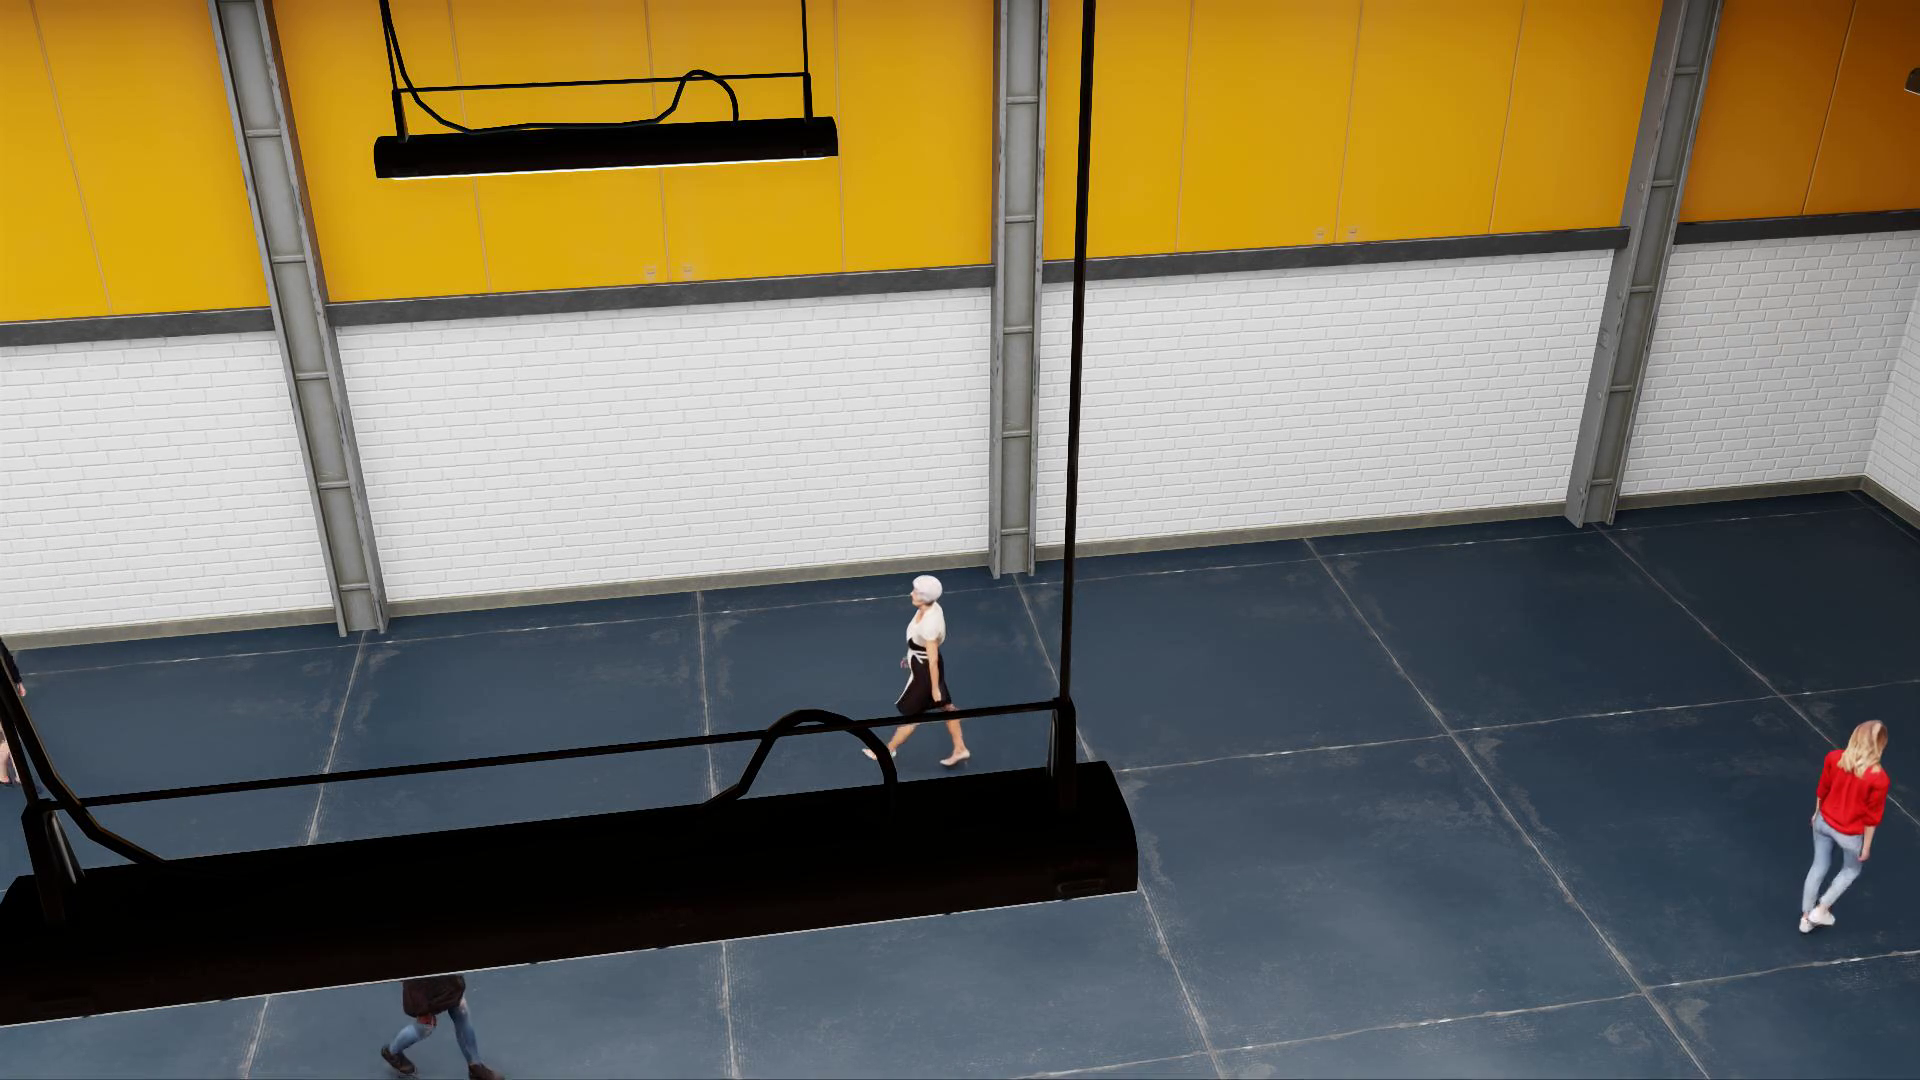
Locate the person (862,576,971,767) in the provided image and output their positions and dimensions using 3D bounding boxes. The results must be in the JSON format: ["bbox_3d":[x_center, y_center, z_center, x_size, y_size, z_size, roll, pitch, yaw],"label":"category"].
[{"bbox_3d":[-0.149,1.056,12.831,1.149,1.715,0.837,4,29,6],"label":"person"}]

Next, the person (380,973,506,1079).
[{"bbox_3d":[-3.249,2.660,10.003,1.126,1.607,0.894,6,29,11],"label":"person"}]

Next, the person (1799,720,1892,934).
[{"bbox_3d":[5.875,1.969,11.176,0.711,1.697,0.719,-18,33,-29],"label":"person"}]

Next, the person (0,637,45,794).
[{"bbox_3d":[-7.324,1.187,12.547,0.701,1.756,0.661,1,29,3],"label":"person"}]
